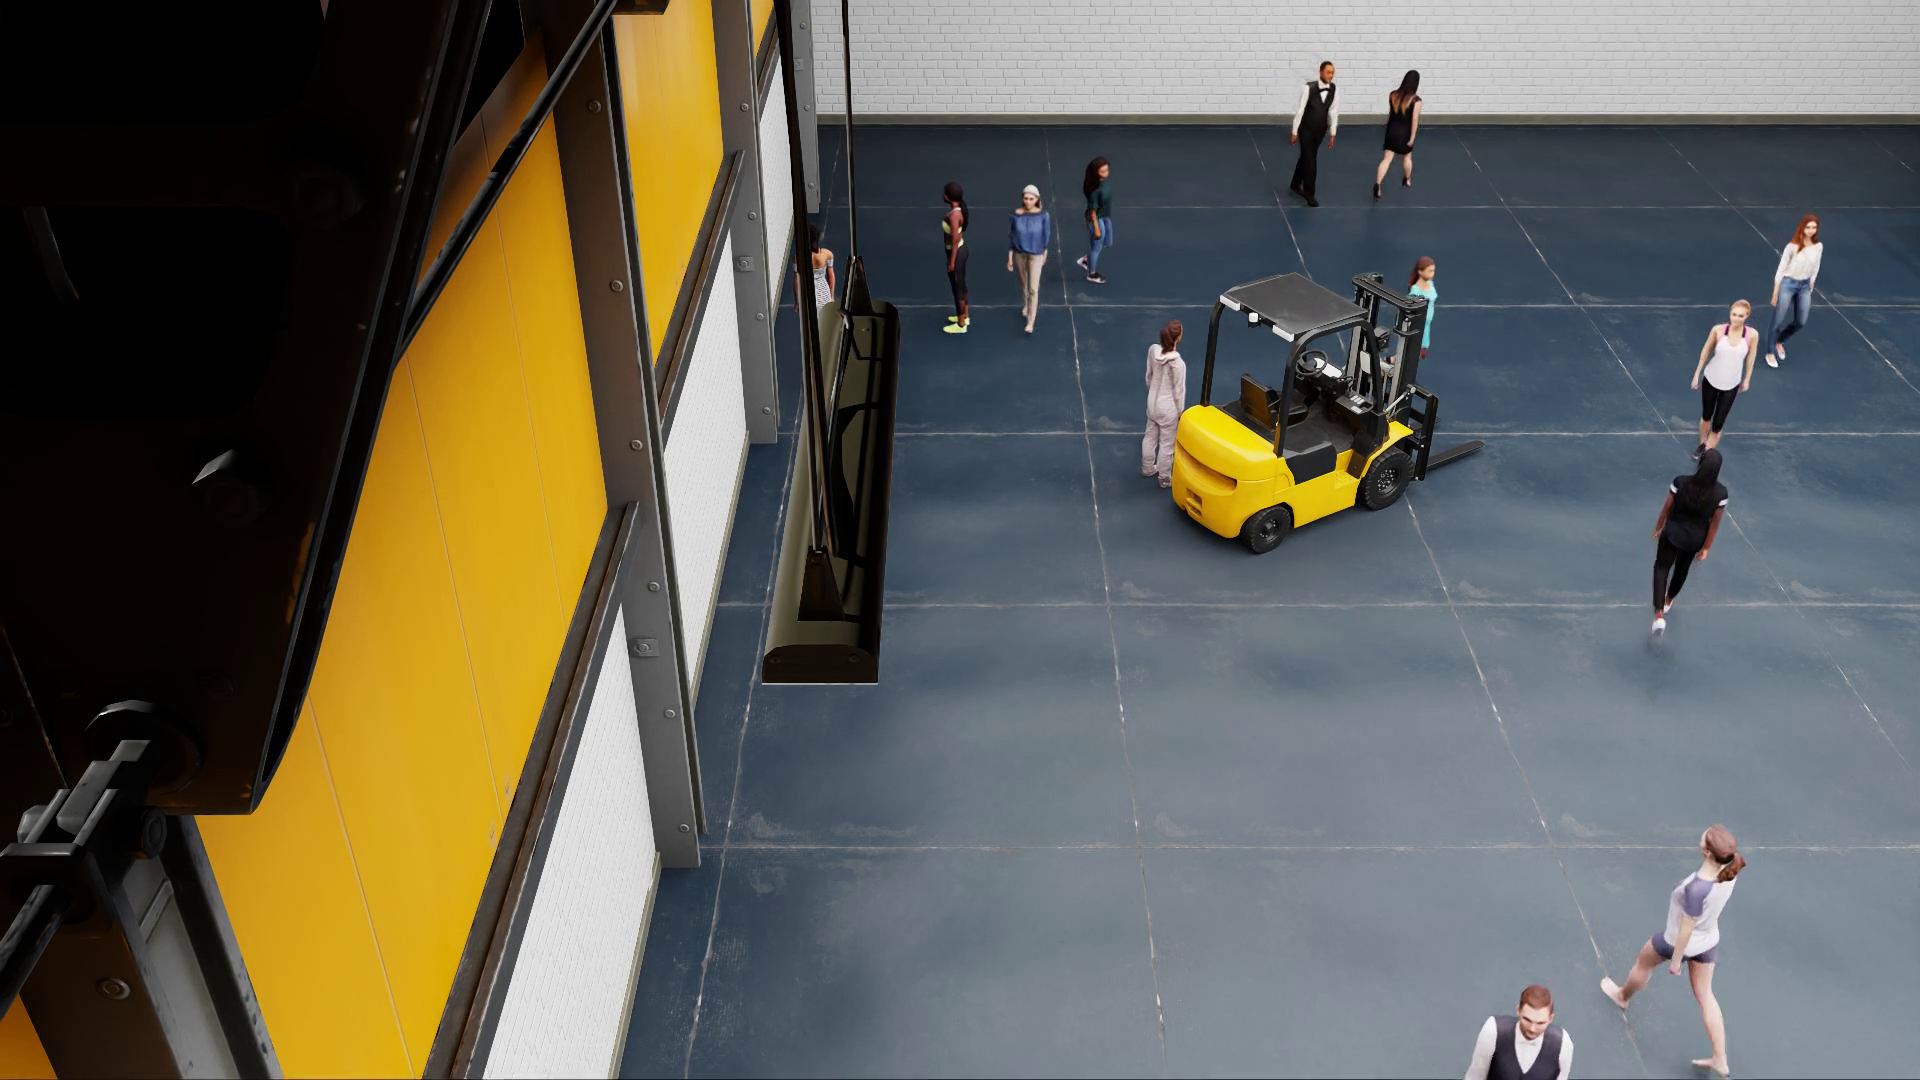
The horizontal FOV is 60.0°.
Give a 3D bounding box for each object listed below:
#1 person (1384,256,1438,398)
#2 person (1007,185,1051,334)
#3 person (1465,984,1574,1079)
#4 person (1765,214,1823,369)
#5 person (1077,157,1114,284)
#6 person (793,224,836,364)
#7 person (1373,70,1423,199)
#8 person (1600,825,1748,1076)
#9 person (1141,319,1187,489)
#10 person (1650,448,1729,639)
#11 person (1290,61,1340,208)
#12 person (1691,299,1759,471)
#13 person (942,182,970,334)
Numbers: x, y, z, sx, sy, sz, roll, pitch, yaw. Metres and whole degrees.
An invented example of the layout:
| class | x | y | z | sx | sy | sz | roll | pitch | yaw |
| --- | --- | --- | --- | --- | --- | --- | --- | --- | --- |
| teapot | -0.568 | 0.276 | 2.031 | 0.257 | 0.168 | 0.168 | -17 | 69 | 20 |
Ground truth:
| class | x | y | z | sx | sy | sz | roll | pitch | yaw |
| --- | --- | --- | --- | --- | --- | --- | --- | --- | --- |
| person | 4.721 | -2.252 | 17.387 | 0.881 | 1.547 | 0.823 | 28 | 43 | 36 |
| person | 0.776 | -3.216 | 18.746 | 0.759 | 1.649 | 1.153 | 6 | 34 | 10 |
| person | 2.999 | 3.052 | 9.068 | 0.749 | 1.923 | 0.720 | 9 | 35 | 14 |
| person | 8.957 | -2.729 | 17.944 | 0.612 | 1.724 | 0.612 | 1 | 34 | 2 |
| person | 1.544 | -3.780 | 19.642 | 0.754 | 1.595 | 0.685 | 9 | 35 | 13 |
| person | -1.513 | -2.464 | 17.458 | 0.658 | 1.822 | 0.622 | -11 | 35 | -16 |
| person | 5.715 | -5.268 | 21.812 | 1.068 | 1.672 | 1.168 | 25 | 41 | 33 |
| person | 4.489 | 2.503 | 10.078 | 0.943 | 1.719 | 1.248 | -15 | 36 | -21 |
| person | 1.940 | -1.312 | 15.842 | 0.792 | 1.692 | 0.698 | -21 | 39 | -29 |
| person | 5.993 | 0.033 | 13.807 | 0.868 | 1.705 | 1.171 | 11 | 35 | 17 |
| person | 4.569 | -5.365 | 21.780 | 0.933 | 1.869 | 1.224 | -10 | 35 | -14 |
| person | 7.400 | -1.554 | 16.144 | 0.920 | 1.760 | 1.063 | 17 | 37 | 24 |
| person | -0.027 | -3.159 | 18.565 | 0.668 | 1.754 | 0.510 | 7 | 34 | 10 |
